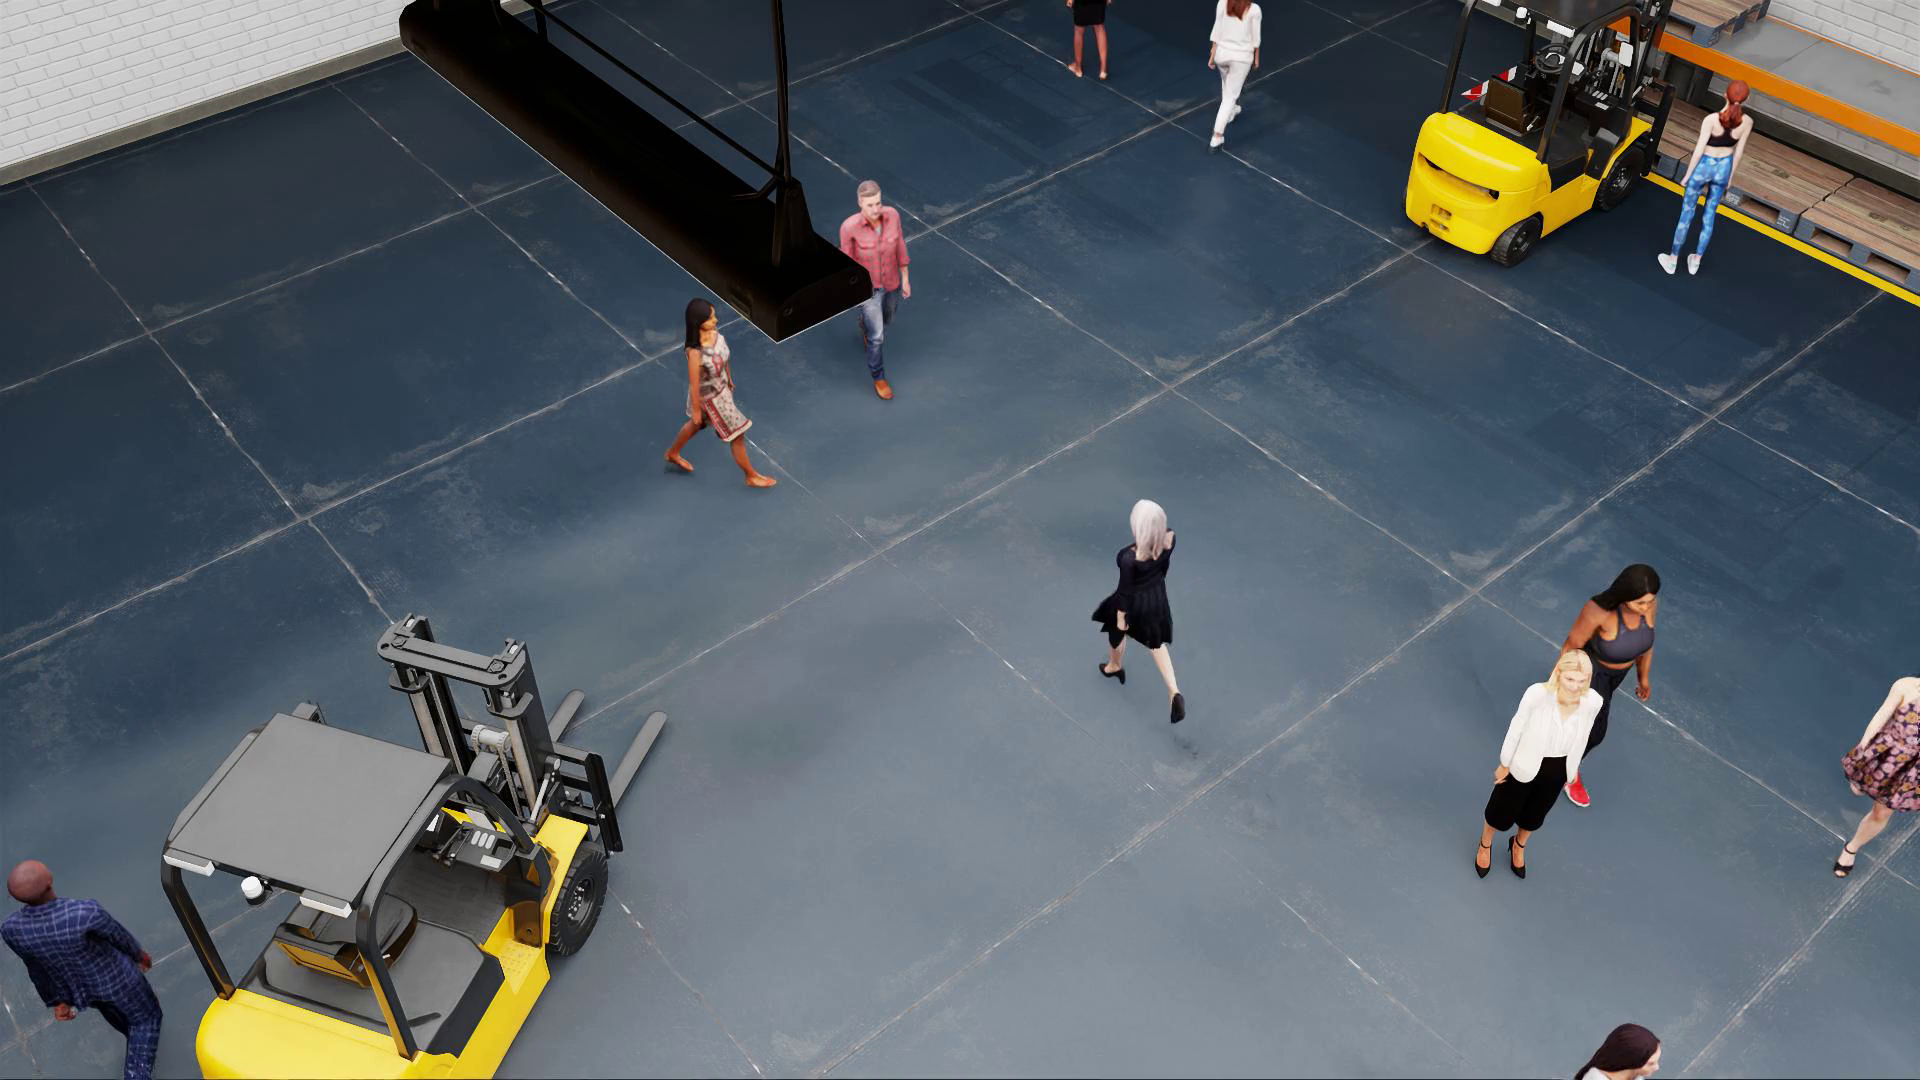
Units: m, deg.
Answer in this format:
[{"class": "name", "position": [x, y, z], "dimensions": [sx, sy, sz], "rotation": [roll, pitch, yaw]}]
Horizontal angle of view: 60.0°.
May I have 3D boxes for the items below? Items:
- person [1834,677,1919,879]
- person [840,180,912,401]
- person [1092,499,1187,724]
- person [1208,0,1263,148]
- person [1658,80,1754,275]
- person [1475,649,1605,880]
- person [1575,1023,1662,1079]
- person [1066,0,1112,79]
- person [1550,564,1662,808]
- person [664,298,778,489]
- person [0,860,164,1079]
[{"class": "person", "position": [5.363, 1.208, 9.512], "dimensions": [0.979, 1.759, 0.883], "rotation": [22, 48, 21]}, {"class": "person", "position": [-0.688, -2.034, 12.881], "dimensions": [0.795, 1.804, 1.144], "rotation": [-23, 48, -22]}, {"class": "person", "position": [1.175, 0.449, 10.336], "dimensions": [0.630, 1.720, 1.057], "rotation": [-27, 50, -26]}, {"class": "person", "position": [2.542, -4.468, 15.551], "dimensions": [1.101, 1.646, 0.917], "rotation": [21, 47, 21]}, {"class": "person", "position": [6.274, -3.033, 13.944], "dimensions": [0.678, 1.784, 0.739], "rotation": [4, 44, 4]}, {"class": "person", "position": [3.252, 1.283, 9.361], "dimensions": [0.690, 1.858, 0.732], "rotation": [1, 44, 1]}, {"class": "person", "position": [2.934, 2.762, 7.985], "dimensions": [0.637, 1.614, 0.843], "rotation": [-34, 53, -30]}, {"class": "person", "position": [1.297, -5.372, 16.448], "dimensions": [0.762, 1.718, 0.835], "rotation": [-11, 45, -12]}, {"class": "person", "position": [3.783, 0.720, 10.000], "dimensions": [0.756, 1.791, 0.873], "rotation": [-19, 47, -18]}, {"class": "person", "position": [-1.881, -1.054, 11.997], "dimensions": [1.169, 1.606, 1.047], "rotation": [8, 44, 8]}, {"class": "person", "position": [-4.346, 2.266, 8.376], "dimensions": [0.985, 1.793, 1.146], "rotation": [-6, 44, -6]}]
